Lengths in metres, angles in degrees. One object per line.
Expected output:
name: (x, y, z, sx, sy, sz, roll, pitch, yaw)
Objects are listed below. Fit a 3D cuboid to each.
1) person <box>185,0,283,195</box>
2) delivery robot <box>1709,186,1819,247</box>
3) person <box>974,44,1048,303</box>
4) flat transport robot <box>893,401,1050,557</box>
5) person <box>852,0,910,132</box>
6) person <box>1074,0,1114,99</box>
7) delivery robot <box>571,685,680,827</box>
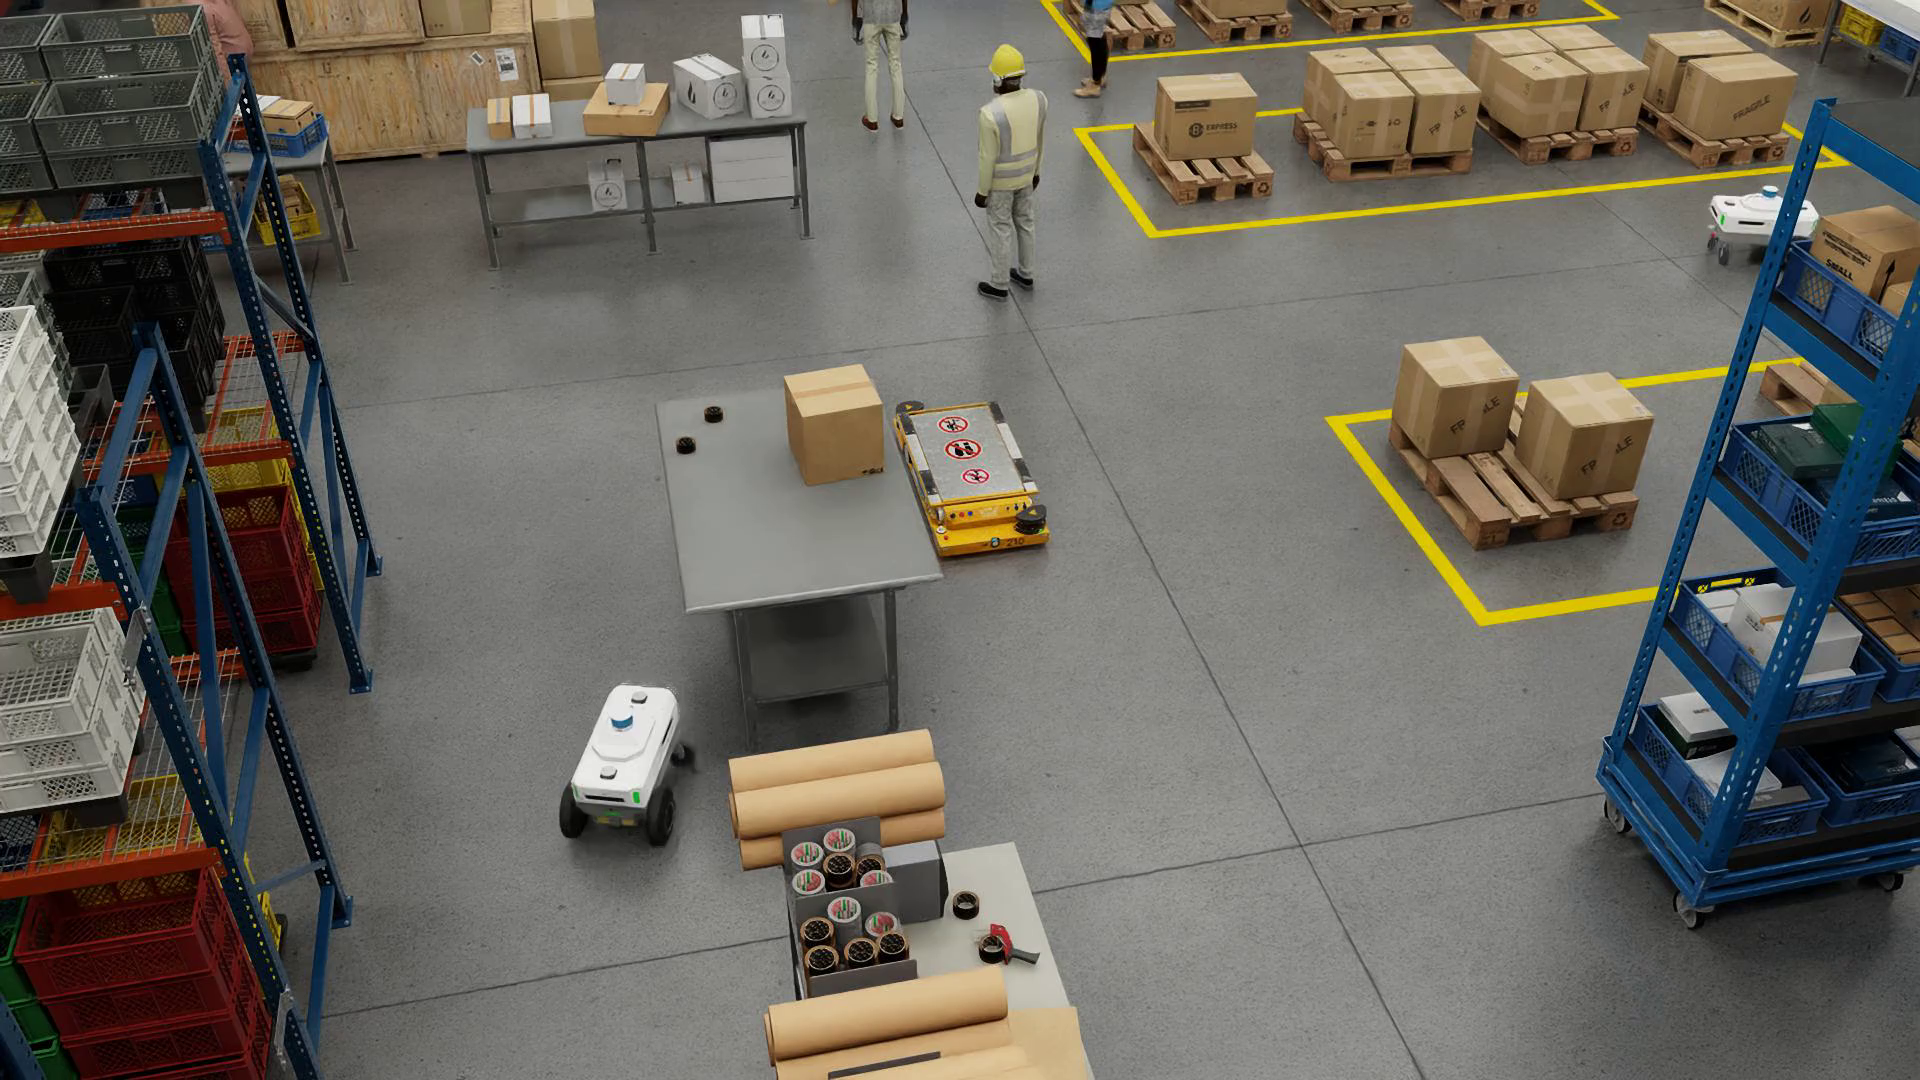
person: (-5.745, -3.687, 13.123, 0.409, 1.912, 0.643, -9, 38, -11)
delivery robot: (6.009, -2.414, 12.463, 0.707, 0.478, 0.477, 5, 37, 7)
person: (0.331, -2.565, 11.680, 0.600, 1.829, 0.404, -28, 45, -32)
flat transport robot: (0.046, -0.430, 10.108, 0.652, 0.197, 1.431, -8, 37, -10)
person: (-0.673, -4.405, 14.135, 0.504, 1.861, 0.328, -6, 37, -8)
person: (1.217, -4.789, 14.780, 0.317, 1.696, 0.539, 11, 38, 15)
delivery robot: (-1.578, 0.996, 7.880, 0.477, 0.478, 0.707, 4, 37, 6)
